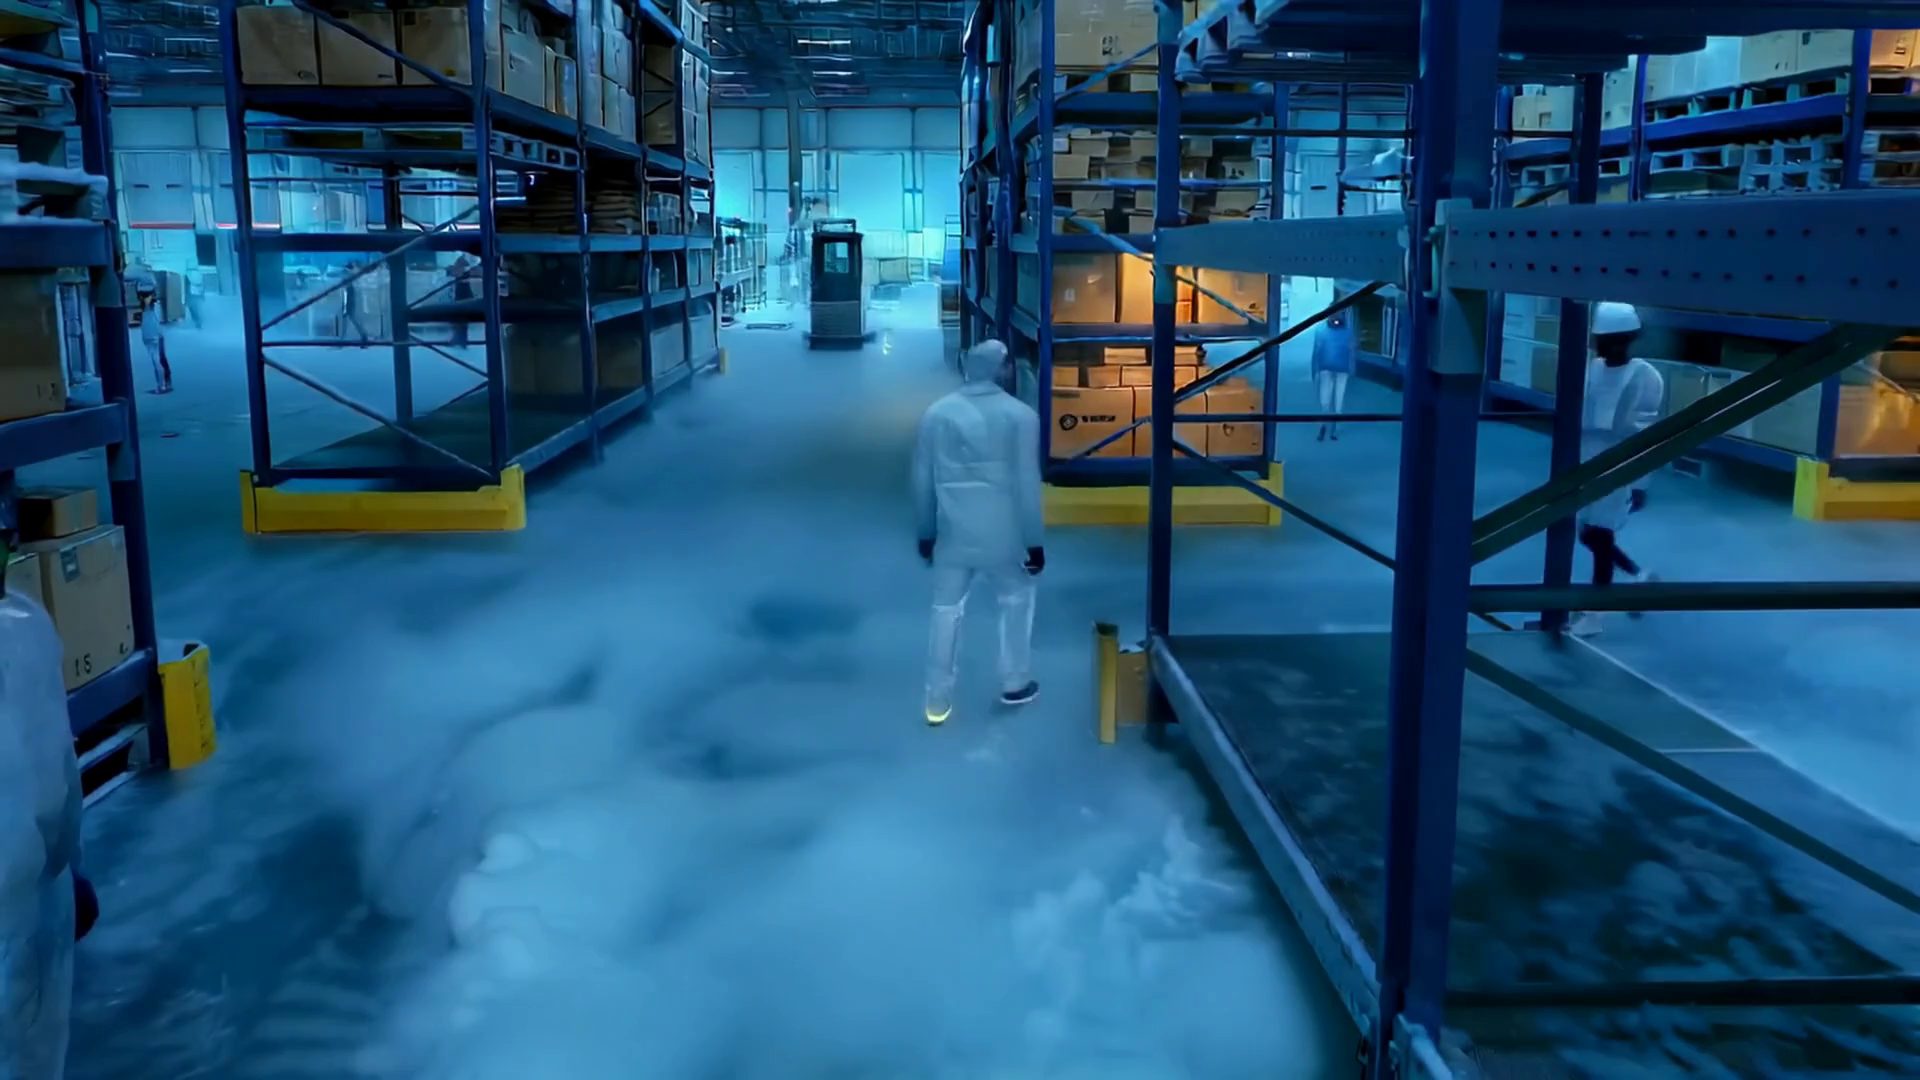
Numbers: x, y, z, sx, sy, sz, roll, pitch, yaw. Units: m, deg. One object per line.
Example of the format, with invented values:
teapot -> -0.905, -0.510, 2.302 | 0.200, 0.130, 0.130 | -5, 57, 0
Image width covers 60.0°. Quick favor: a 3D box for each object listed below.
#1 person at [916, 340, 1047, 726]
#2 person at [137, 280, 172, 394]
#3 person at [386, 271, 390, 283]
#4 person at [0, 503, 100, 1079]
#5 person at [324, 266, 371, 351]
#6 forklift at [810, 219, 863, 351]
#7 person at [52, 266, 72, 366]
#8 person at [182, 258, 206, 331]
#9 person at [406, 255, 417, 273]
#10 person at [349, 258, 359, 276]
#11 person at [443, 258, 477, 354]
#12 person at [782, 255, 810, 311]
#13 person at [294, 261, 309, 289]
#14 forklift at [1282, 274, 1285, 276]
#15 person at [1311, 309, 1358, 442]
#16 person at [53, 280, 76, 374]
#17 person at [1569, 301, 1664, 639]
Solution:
person -> 0.139, -0.044, 8.218 | 0.703, 1.862, 0.860 | 4, 11, 23
person -> -12.459, -3.122, 25.654 | 0.524, 1.758, 0.349 | 9, 14, 42
person -> -18.787, -8.401, 55.246 | 0.321, 1.691, 0.533 | 8, 13, 36
person -> -2.074, 0.778, 3.543 | 0.400, 1.900, 0.636 | 1, 10, 6
person -> -13.162, -4.954, 35.682 | 0.965, 1.820, 0.542 | -3, 11, -17
forklift -> -2.674, -5.528, 35.918 | 1.129, 2.768, 1.873 | 0, 10, -2
person -> -17.057, -4.236, 31.302 | 0.597, 1.959, 0.369 | 4, 11, 21
person -> -20.084, -6.400, 43.493 | 0.621, 1.898, 0.632 | 4, 11, 19
person -> -20.604, -9.798, 62.599 | 0.429, 1.841, 0.634 | -4, 11, -23
person -> -18.152, -7.513, 49.812 | 0.515, 1.864, 0.333 | 5, 11, 26
person -> -10.311, -4.888, 34.691 | 0.861, 2.000, 0.713 | 4, 11, 22
person -> -5.522, -8.675, 56.220 | 0.953, 1.892, 0.598 | -2, 10, -8
person -> -20.747, -7.935, 52.508 | 0.503, 1.729, 0.482 | 1, 10, 4
forklift -> 11.395, -10.054, 61.131 | 1.873, 2.768, 1.129 | -4, 11, -19
person -> 4.374, -1.936, 19.453 | 0.528, 1.598, 0.732 | 2, 10, 13
person -> -16.024, -3.775, 29.592 | 0.546, 1.673, 0.753 | -9, 14, -42
person -> 3.906, -0.416, 9.853 | 0.730, 2.022, 0.611 | -4, 11, -19
